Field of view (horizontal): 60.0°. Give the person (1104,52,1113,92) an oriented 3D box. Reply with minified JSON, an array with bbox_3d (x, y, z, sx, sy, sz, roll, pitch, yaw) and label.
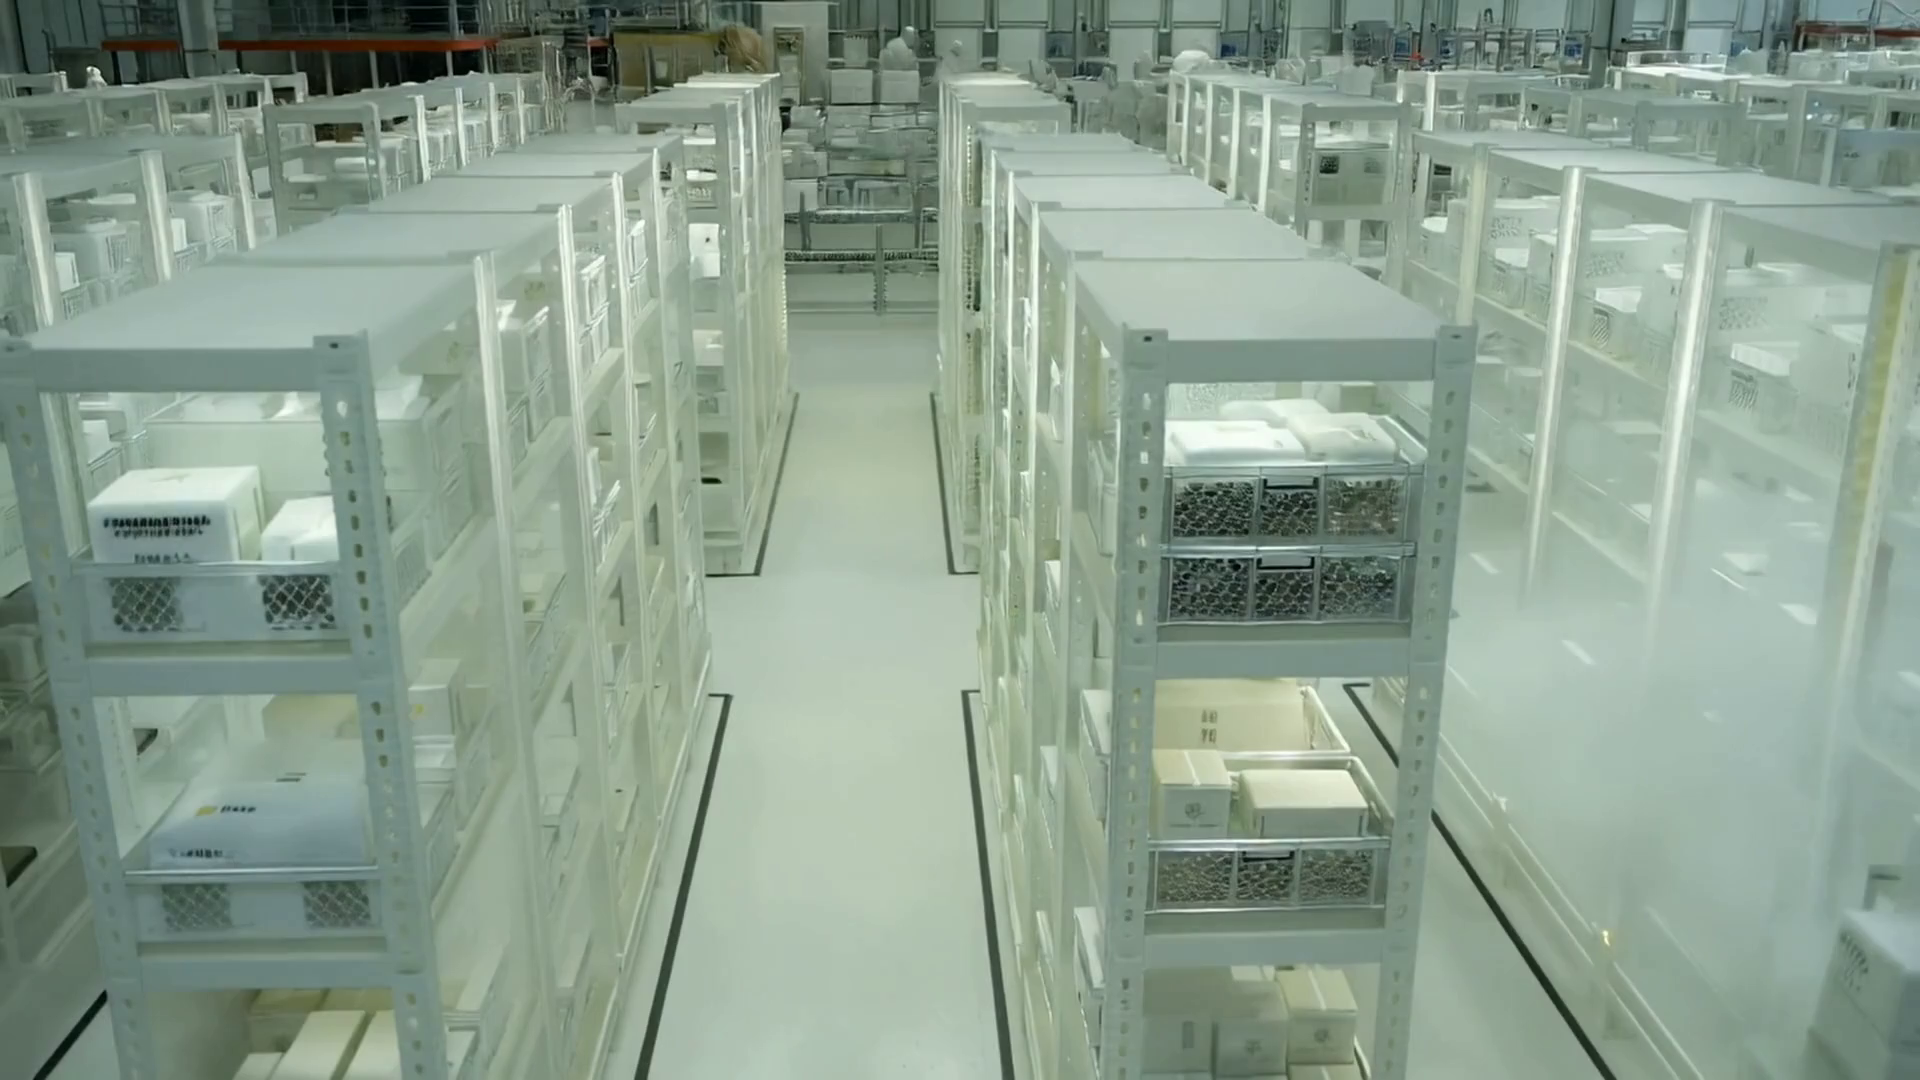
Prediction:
[{"bbox_3d":[7.456,-23.449,83.324,0.409,1.943,0.615,-8,20,-23],"label":"person"}]

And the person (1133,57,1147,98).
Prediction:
[{"bbox_3d":[8.287,-21.663,77.929,0.911,1.867,0.614,-4,18,-11],"label":"person"}]

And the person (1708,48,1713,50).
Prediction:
[{"bbox_3d":[41.300,-26.082,91.516,0.804,1.916,0.562,3,18,10],"label":"person"}]

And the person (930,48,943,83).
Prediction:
[{"bbox_3d":[-1.223,-26.206,91.942,0.907,1.905,0.548,12,21,33],"label":"person"}]

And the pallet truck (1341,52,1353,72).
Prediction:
[{"bbox_3d":[18.794,-23.123,82.231,0.823,1.965,1.885,-13,22,-35],"label":"pallet truck"}]

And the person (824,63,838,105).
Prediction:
[{"bbox_3d":[-5.659,-19.932,72.689,0.649,1.790,0.952,-6,19,-18],"label":"person"}]

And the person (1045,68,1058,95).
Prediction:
[{"bbox_3d":[3.684,-17.974,66.568,0.527,1.837,0.900,10,21,29],"label":"person"}]

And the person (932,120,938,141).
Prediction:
[{"bbox_3d":[-0.540,-12.198,48.895,0.952,1.714,0.523,3,18,10],"label":"person"}]

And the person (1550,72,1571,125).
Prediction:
[{"bbox_3d":[22.048,-16.144,60.816,0.983,1.892,0.560,-6,19,-18],"label":"person"}]

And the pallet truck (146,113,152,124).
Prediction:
[{"bbox_3d":[-18.087,-8.309,36.390,1.885,1.965,0.823,-1,18,-4],"label":"pallet truck"}]

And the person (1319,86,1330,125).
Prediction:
[{"bbox_3d":[12.017,-14.120,54.861,0.533,1.686,0.456,1,18,4],"label":"person"}]

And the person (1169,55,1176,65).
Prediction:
[{"bbox_3d":[10.107,-21.738,78.016,0.625,1.959,0.811,14,23,37],"label":"person"}]

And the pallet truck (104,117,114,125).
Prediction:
[{"bbox_3d":[-18.367,-7.885,35.078,1.885,1.965,0.823,1,18,2],"label":"pallet truck"}]

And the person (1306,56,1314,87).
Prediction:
[{"bbox_3d":[17.624,-23.456,83.713,0.605,1.719,0.493,-3,18,-10],"label":"person"}]

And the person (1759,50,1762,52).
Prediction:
[{"bbox_3d":[43.329,-25.688,90.454,1.004,1.831,0.581,1,18,3],"label":"person"}]

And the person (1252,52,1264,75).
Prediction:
[{"bbox_3d":[14.909,-23.388,83.159,0.592,1.930,0.356,7,19,20],"label":"person"}]

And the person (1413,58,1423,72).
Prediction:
[{"bbox_3d":[22.170,-22.482,80.650,0.528,1.755,0.471,-3,18,-8],"label":"person"}]

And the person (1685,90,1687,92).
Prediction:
[{"bbox_3d":[21.713,-12.607,49.975,0.614,1.812,0.429,-1,18,-4],"label":"person"}]

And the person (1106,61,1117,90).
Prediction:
[{"bbox_3d":[6.840,-20.479,74.362,0.859,1.808,0.649,-17,24,-42],"label":"person"}]

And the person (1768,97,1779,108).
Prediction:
[{"bbox_3d":[30.688,-16.726,62.577,1.029,1.911,0.628,-8,19,-22],"label":"person"}]

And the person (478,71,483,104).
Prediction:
[{"bbox_3d":[-18.078,-16.853,63.099,0.959,1.838,0.557,4,18,13],"label":"person"}]

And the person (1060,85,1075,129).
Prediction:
[{"bbox_3d":[3.321,-13.325,52.156,0.557,1.842,0.521,4,18,11],"label":"person"}]

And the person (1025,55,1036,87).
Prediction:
[{"bbox_3d":[3.392,-22.325,79.910,0.908,1.916,0.630,1,18,4],"label":"person"}]

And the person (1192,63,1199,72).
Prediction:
[{"bbox_3d":[9.272,-17.787,65.673,0.603,2.034,0.417,5,19,16],"label":"person"}]

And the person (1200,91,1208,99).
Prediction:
[{"bbox_3d":[8.479,-15.197,57.636,0.768,2.000,0.535,2,18,8],"label":"person"}]

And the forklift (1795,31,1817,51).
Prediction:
[{"bbox_3d":[45.898,-26.250,90.495,1.129,2.768,1.873,-1,18,-2],"label":"forklift"}]

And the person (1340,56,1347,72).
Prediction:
[{"bbox_3d":[19.601,-23.849,84.979,0.378,1.680,0.547,2,18,7],"label":"person"}]
